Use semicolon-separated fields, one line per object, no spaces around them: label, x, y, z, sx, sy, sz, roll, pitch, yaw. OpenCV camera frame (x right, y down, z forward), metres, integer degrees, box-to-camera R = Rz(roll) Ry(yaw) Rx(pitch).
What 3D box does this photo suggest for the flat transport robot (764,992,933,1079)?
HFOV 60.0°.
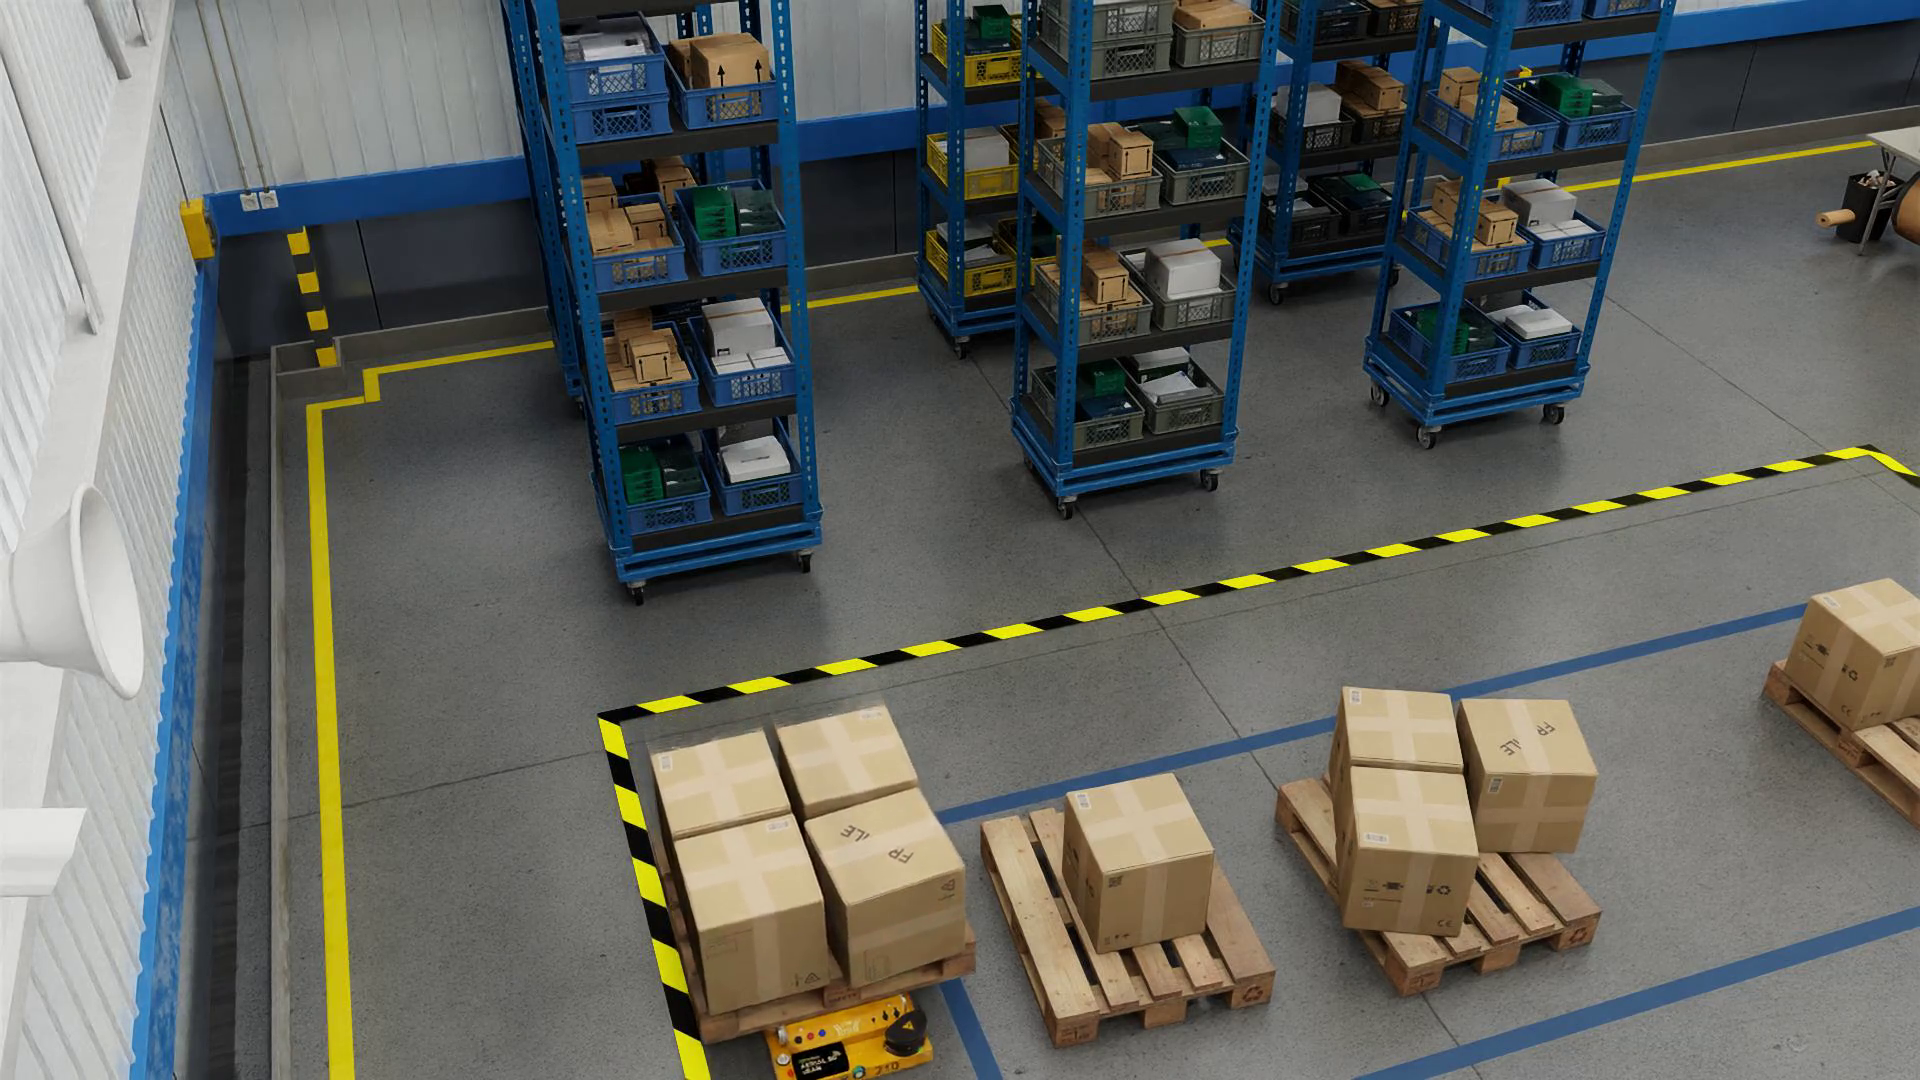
flat transport robot;-0.649;1.807;7.469;0.652;0.197;1.431;-11;37;-15
